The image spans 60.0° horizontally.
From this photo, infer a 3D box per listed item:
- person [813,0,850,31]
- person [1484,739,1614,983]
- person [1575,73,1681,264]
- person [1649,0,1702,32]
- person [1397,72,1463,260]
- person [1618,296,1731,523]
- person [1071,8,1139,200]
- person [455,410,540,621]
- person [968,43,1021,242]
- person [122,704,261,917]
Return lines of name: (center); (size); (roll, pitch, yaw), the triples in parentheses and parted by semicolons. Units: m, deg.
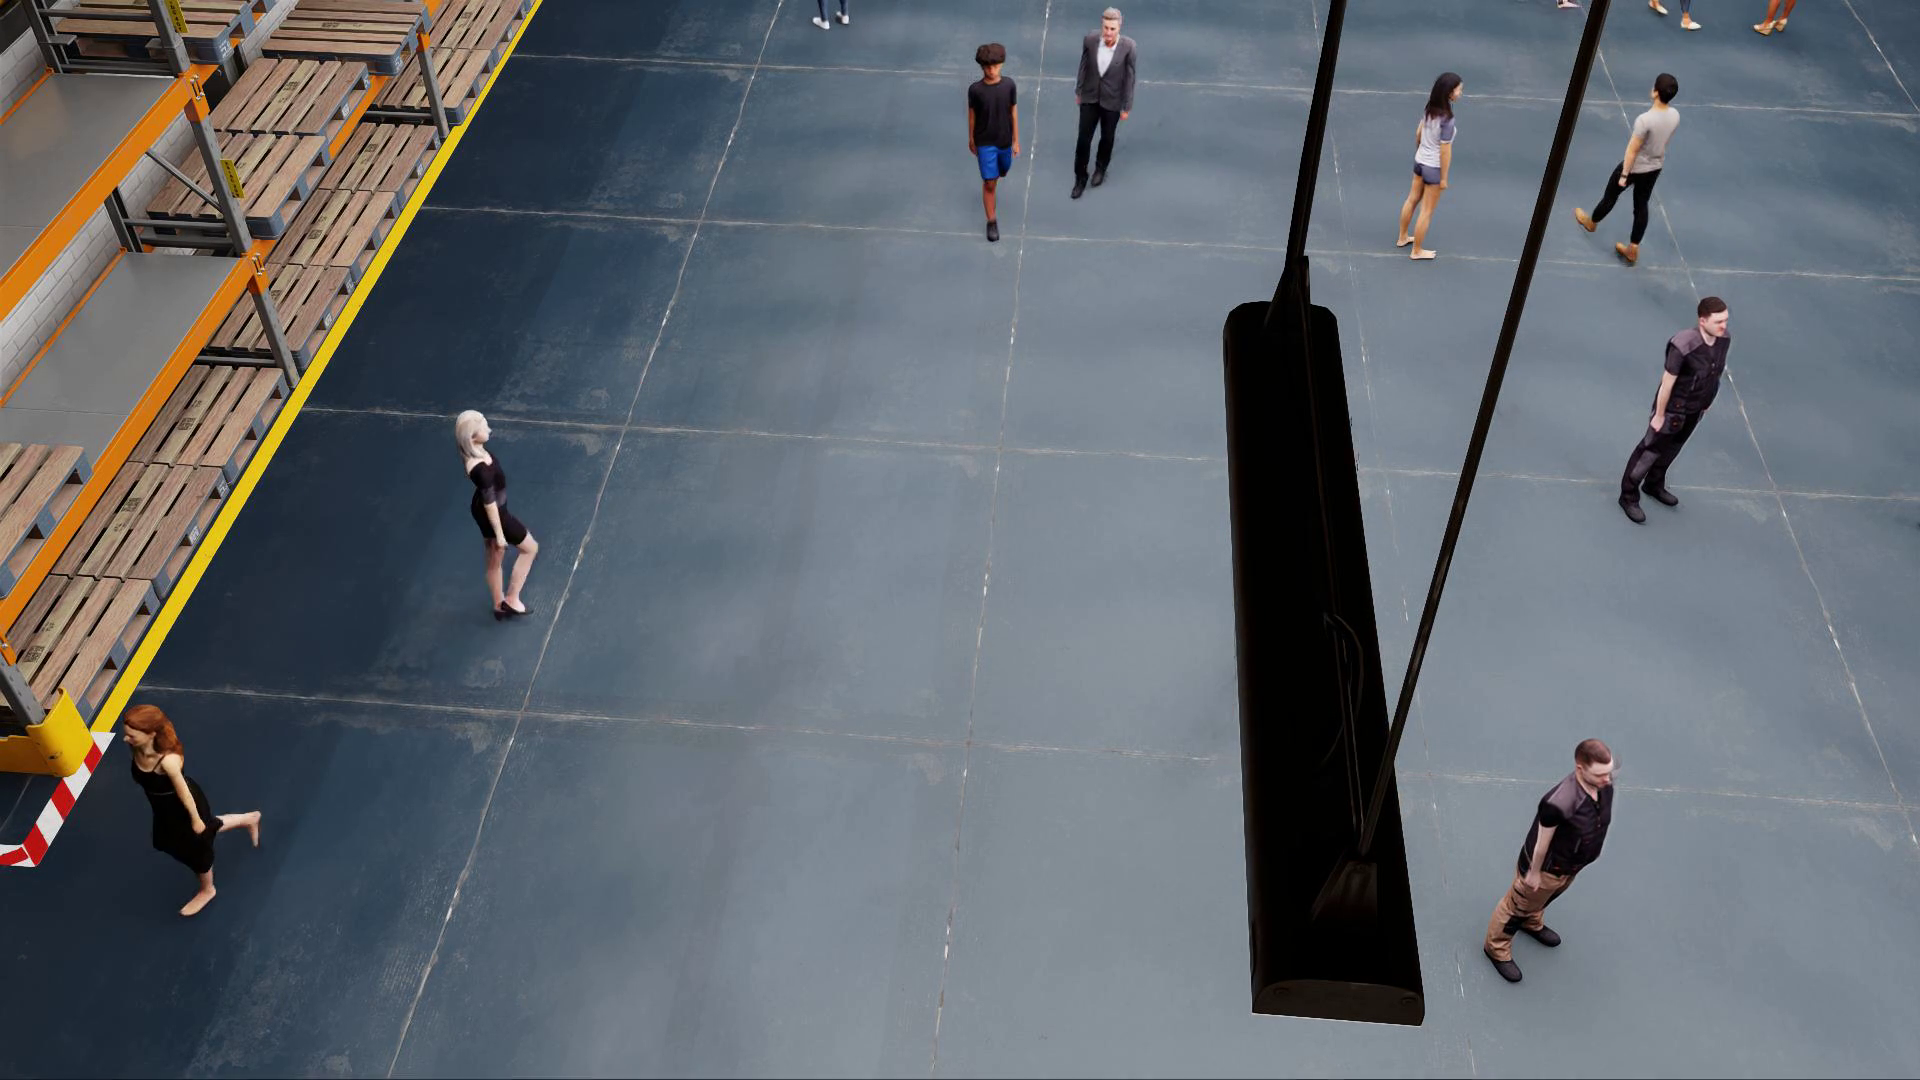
person: (-1.424, -6.323, 17.719); (0.696, 1.732, 0.718); (-22, 48, -22)
person: (3.290, 1.713, 9.204); (0.766, 1.842, 0.821); (-29, 51, -27)
person: (5.963, -3.197, 14.467); (0.876, 1.692, 1.108); (-12, 45, -13)
person: (7.783, -6.441, 17.832); (0.951, 1.748, 1.131); (-19, 47, -19)
person: (4.111, -3.269, 14.513); (0.714, 1.733, 0.576); (-14, 45, -14)
person: (5.192, -0.972, 12.020); (0.796, 1.846, 0.811); (-22, 48, -22)
person: (1.343, -4.105, 15.333); (0.804, 1.812, 0.907); (12, 45, 12)
person: (-3.205, -0.102, 11.126); (0.787, 1.819, 0.727); (-31, 52, -28)
person: (0.295, -3.631, 14.862); (0.805, 1.776, 1.161); (-7, 44, -7)
person: (-4.438, 1.481, 9.618); (0.855, 1.608, 1.001); (27, 50, 25)
